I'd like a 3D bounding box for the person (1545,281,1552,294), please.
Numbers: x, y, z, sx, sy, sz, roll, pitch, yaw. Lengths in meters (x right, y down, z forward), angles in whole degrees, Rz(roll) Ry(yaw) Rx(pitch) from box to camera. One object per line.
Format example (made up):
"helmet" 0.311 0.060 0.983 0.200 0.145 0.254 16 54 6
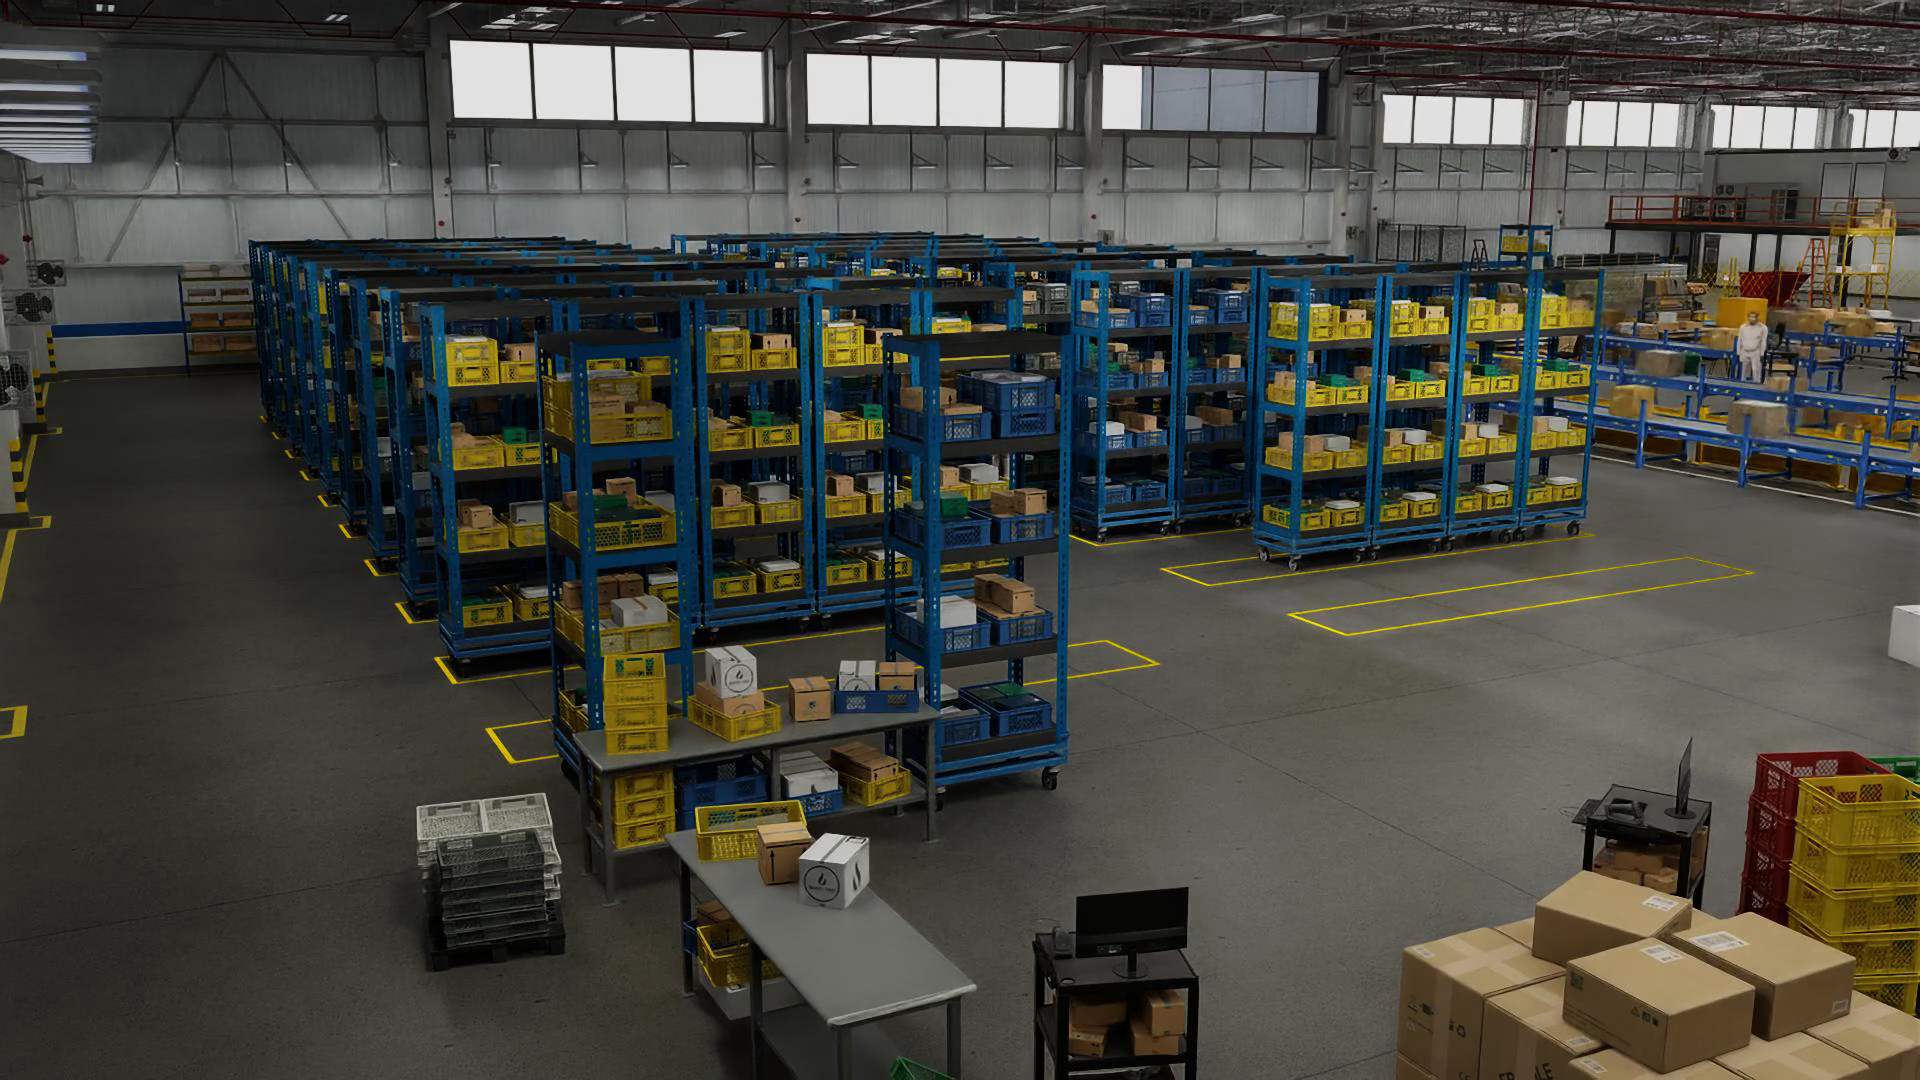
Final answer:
"person" 17.004 -6.562 48.234 0.850 2.023 0.617 -3 12 -14

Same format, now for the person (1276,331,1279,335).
"person" 6.606 -3.476 34.518 0.527 1.721 0.922 -6 13 -25

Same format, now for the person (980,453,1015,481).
"person" 0.576 -1.282 23.589 0.611 1.997 0.375 0 12 -1

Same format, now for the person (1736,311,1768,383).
"person" 17.917 -4.243 37.685 0.398 1.897 0.641 -11 16 -42
